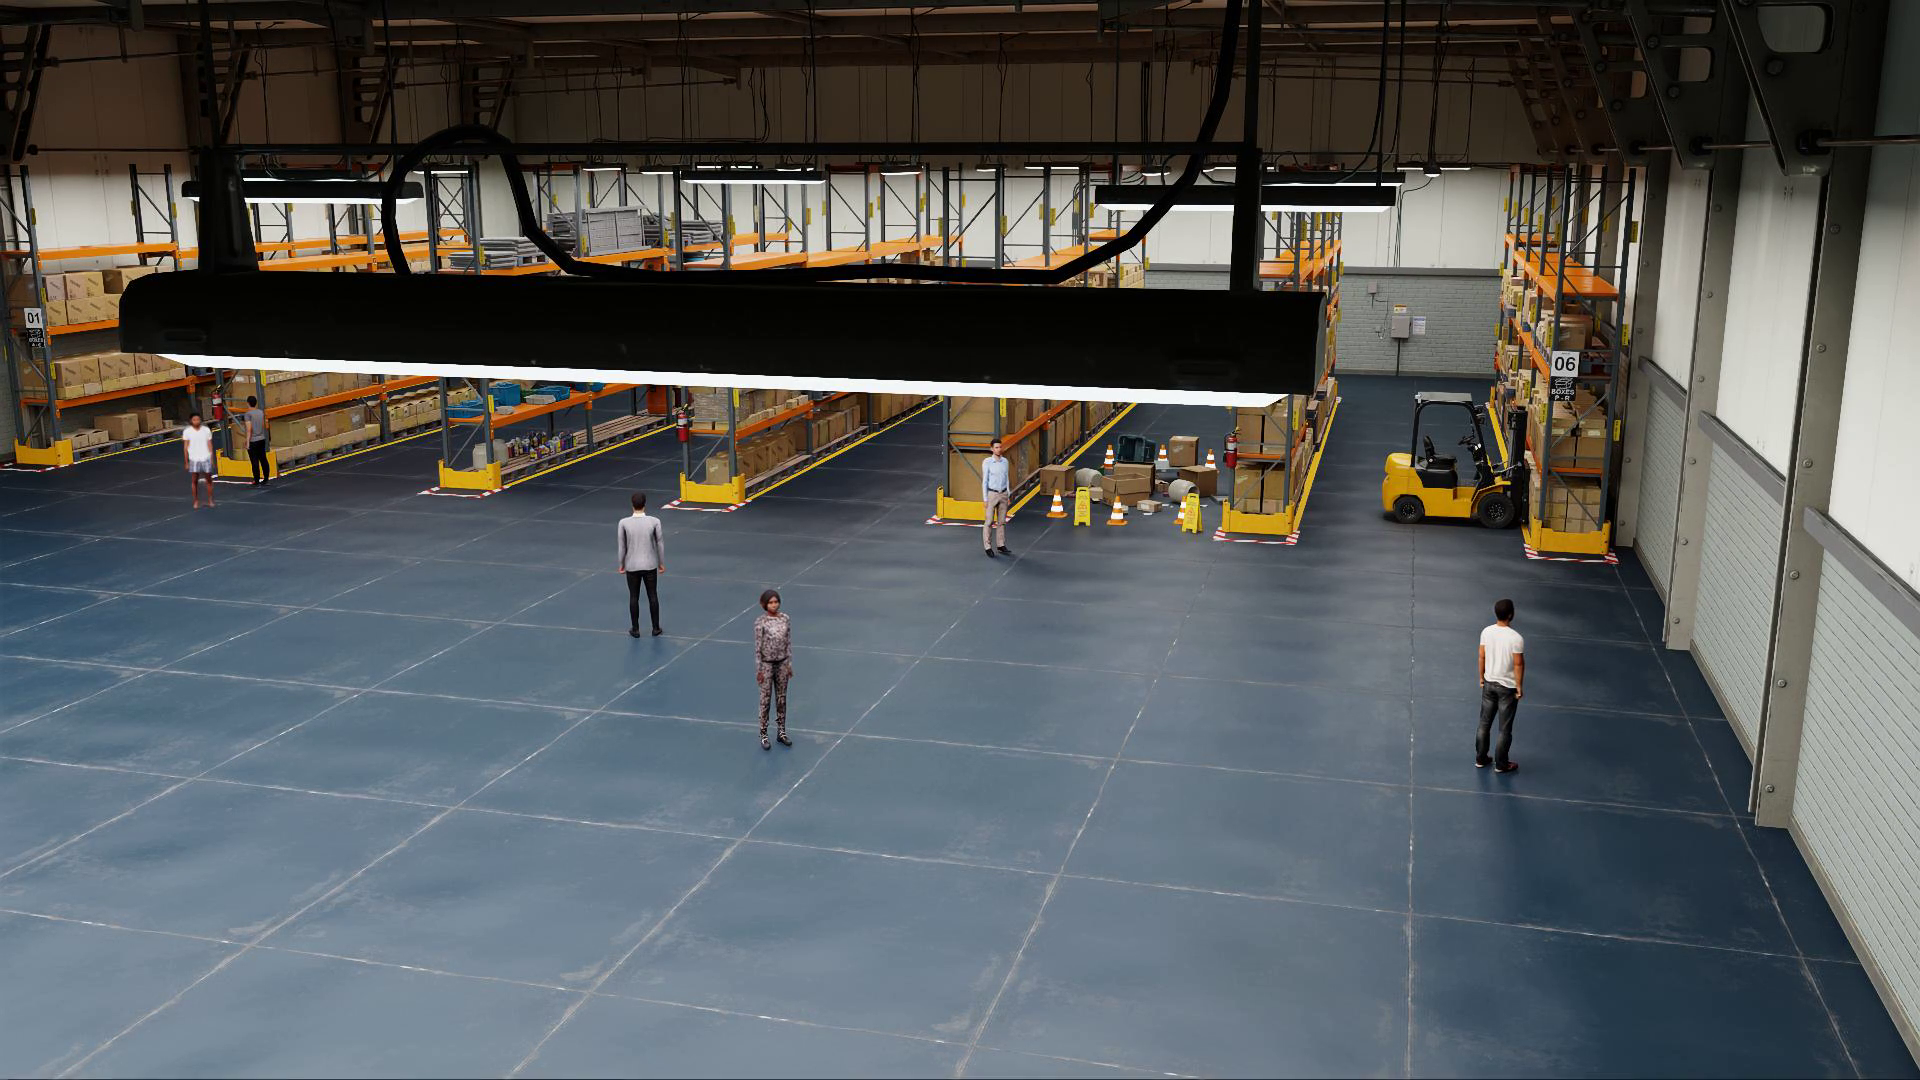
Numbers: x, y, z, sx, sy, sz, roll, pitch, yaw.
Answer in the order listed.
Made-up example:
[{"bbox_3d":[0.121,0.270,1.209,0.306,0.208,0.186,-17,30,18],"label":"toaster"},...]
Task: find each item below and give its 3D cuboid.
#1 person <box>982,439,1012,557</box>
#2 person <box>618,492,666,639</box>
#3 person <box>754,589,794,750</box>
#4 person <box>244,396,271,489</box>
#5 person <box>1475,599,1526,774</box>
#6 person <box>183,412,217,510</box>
[{"bbox_3d":[0.578,-0.693,26.338,0.755,1.847,0.812,-7,15,-28],"label":"person"},{"bbox_3d":[-4.182,0.318,21.807,0.839,1.922,0.805,-3,13,-12],"label":"person"},{"bbox_3d":[-1.995,1.363,17.754,0.679,1.714,0.738,-7,15,-28],"label":"person"},{"bbox_3d":[-13.422,-1.888,31.702,0.674,1.755,0.484,4,14,17],"label":"person"},{"bbox_3d":[5.534,1.478,17.057,0.728,1.804,0.718,-11,17,-40],"label":"person"},{"bbox_3d":[-13.642,-1.448,29.861,0.707,1.729,0.768,-7,15,-29],"label":"person"}]
